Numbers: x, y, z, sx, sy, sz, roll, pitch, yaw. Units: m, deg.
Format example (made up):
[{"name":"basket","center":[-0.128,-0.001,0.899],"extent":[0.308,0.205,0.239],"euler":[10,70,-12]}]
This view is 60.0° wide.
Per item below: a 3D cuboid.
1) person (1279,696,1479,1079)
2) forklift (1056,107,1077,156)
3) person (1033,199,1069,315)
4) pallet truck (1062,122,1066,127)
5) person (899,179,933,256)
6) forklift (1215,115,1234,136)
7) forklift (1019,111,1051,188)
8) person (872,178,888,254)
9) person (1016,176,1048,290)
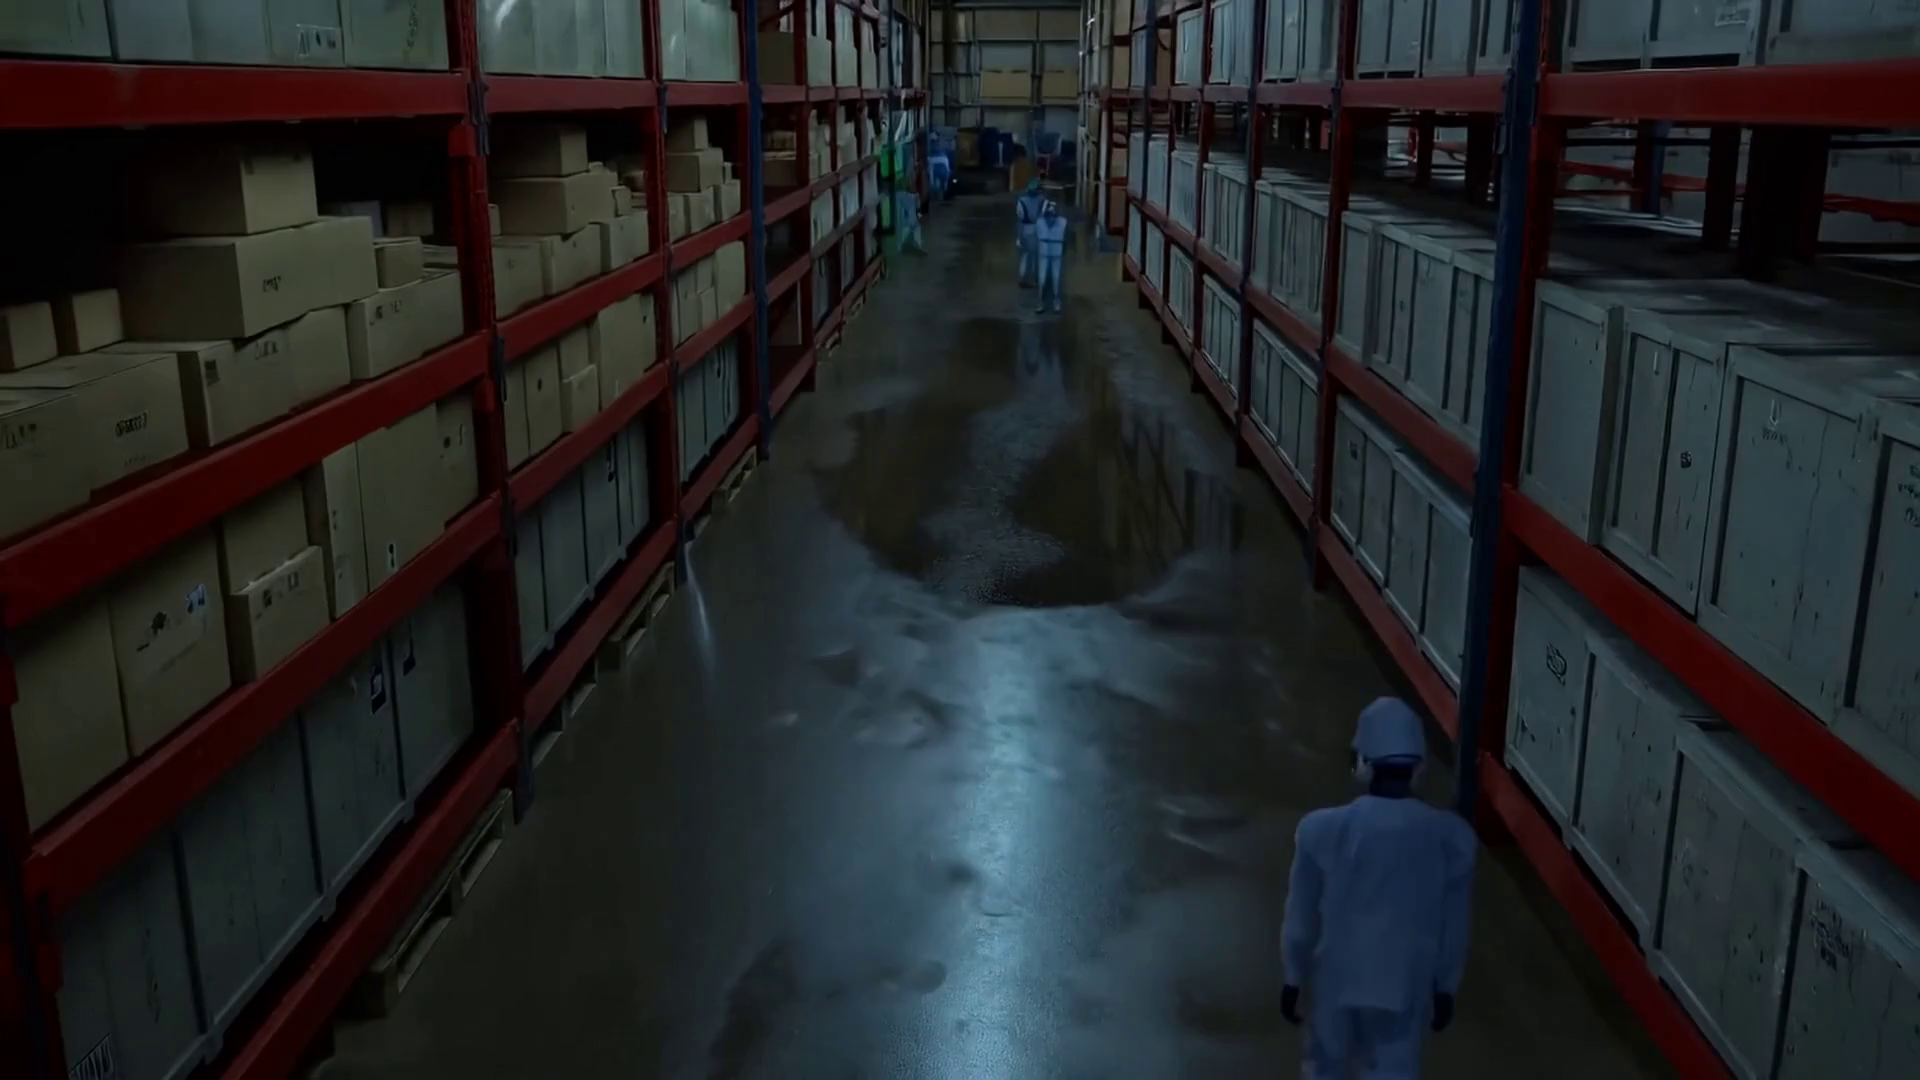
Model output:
[{"name":"person","center":[1.259,1.328,5.027],"extent":[0.569,1.730,0.675],"euler":[0,15,-2]},{"name":"forklift","center":[4.963,-18.819,77.810],"extent":[1.129,2.768,1.873],"euler":[-7,17,-24]},{"name":"person","center":[1.452,-4.512,26.548],"extent":[0.572,1.840,0.373],"euler":[4,15,14]},{"name":"pallet truck","center":[5.788,-21.111,88.014],"extent":[1.885,1.965,0.823],"euler":[5,16,18]},{"name":"person","center":[-0.960,-7.004,36.166],"extent":[0.812,1.663,0.539],"euler":[-1,15,-3]},{"name":"forklift","center":[7.940,-11.450,50.391],"extent":[1.129,2.768,1.873],"euler":[0,15,2]},{"name":"forklift","center":[2.443,-14.546,61.914],"extent":[1.873,2.768,1.129],"euler":[0,15,2]},{"name":"person","center":[-1.592,-6.005,32.006],"extent":[0.439,1.890,0.666],"euler":[-1,15,-3]},{"name":"person","center":[1.307,-5.509,29.882],"extent":[0.614,2.038,0.396],"euler":[-3,15,-11]}]
